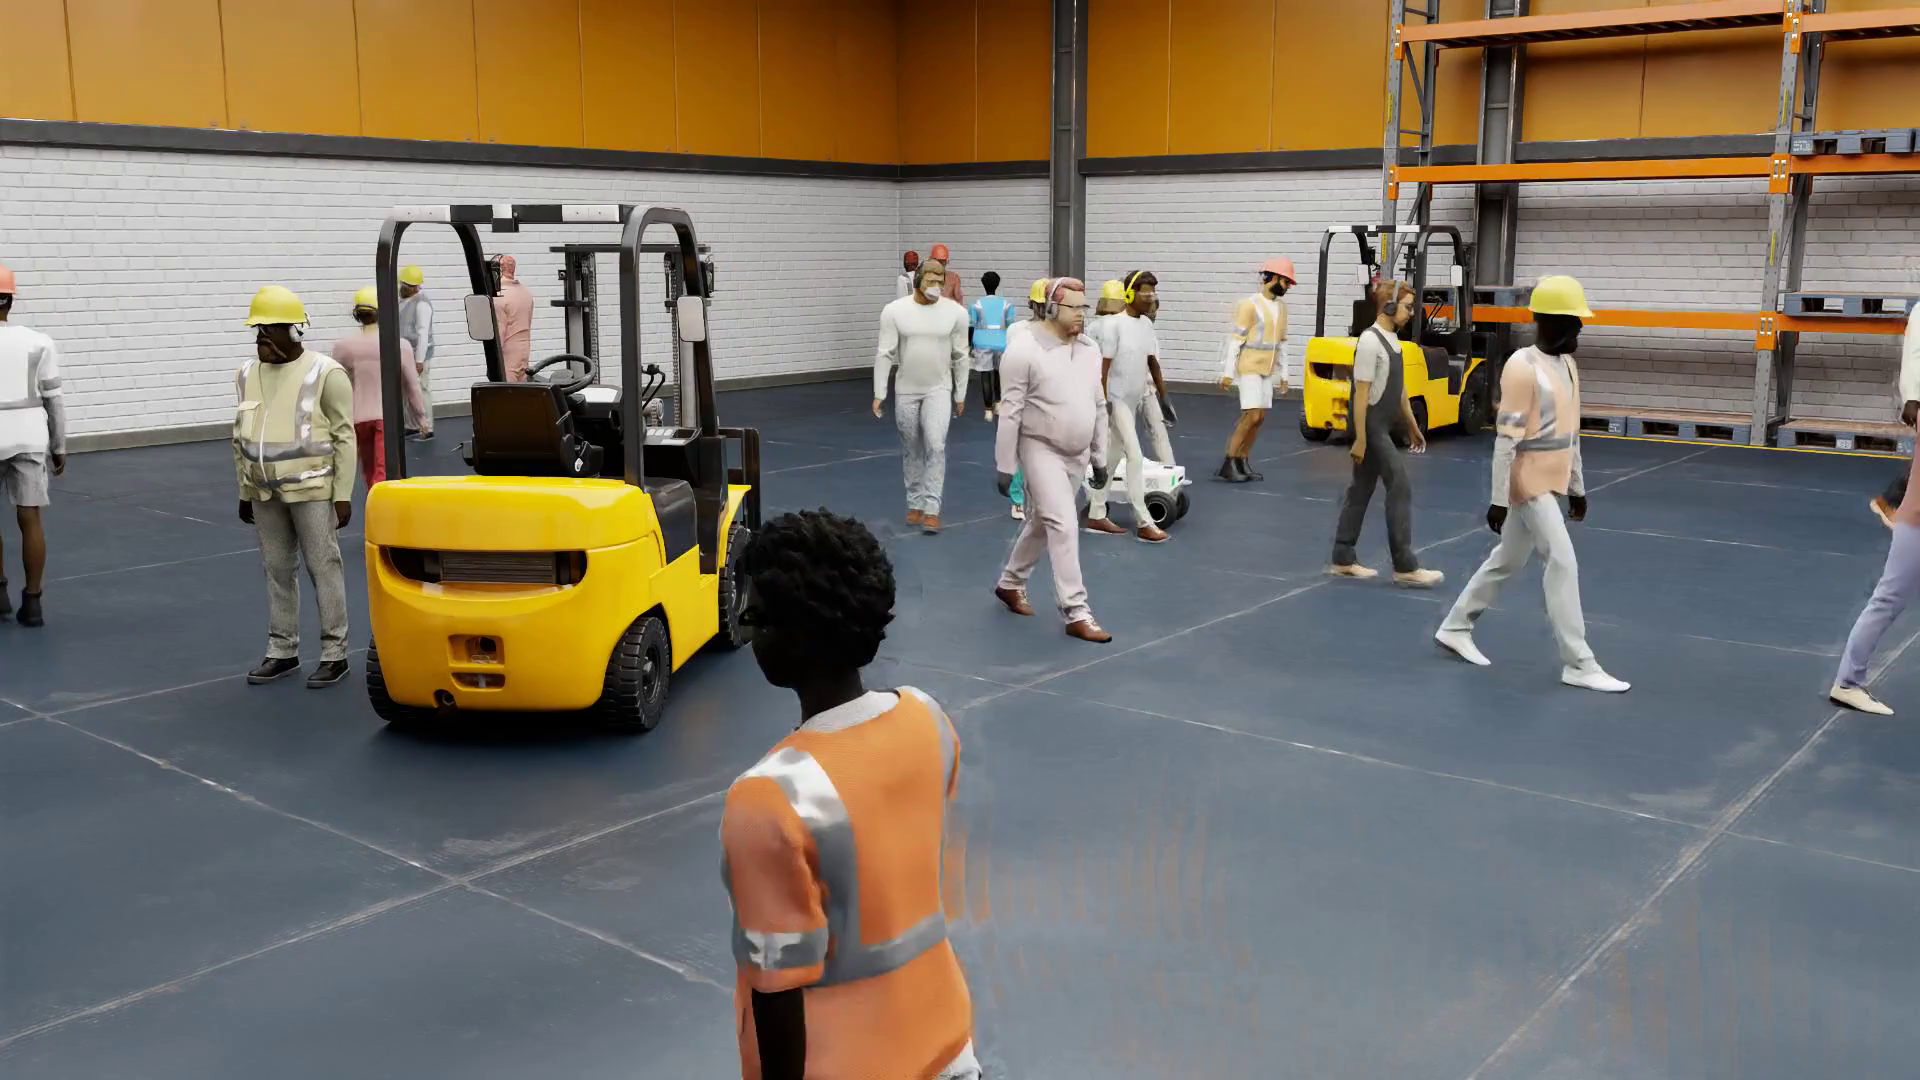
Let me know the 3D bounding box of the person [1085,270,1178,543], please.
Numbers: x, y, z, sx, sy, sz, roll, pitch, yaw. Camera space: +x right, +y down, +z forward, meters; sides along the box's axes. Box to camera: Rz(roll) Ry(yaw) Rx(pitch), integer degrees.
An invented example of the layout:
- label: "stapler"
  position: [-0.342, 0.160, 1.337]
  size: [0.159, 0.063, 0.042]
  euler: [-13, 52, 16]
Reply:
- label: "person"
  position: [1.215, -0.907, 11.308]
  size: [0.861, 1.824, 0.555]
  euler: [7, 12, 34]

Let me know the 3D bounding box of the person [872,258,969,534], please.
- label: "person"
  position: [-0.275, -0.999, 11.610]
  size: [0.662, 1.897, 0.855]
  euler: [1, 10, 5]

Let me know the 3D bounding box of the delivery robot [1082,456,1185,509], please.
- label: "delivery robot"
  position: [1.237, -0.427, 11.925]
  size: [0.707, 0.478, 0.477]
  euler: [4, 11, 19]

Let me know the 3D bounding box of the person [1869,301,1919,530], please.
- label: "person"
  position: [6.607, -0.979, 11.286]
  size: [0.642, 1.975, 0.431]
  euler: [-10, 14, -43]

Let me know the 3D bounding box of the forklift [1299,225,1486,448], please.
- label: "forklift"
  position: [4.449, -2.115, 16.993]
  size: [1.214, 2.155, 2.313]
  euler: [8, 13, 38]

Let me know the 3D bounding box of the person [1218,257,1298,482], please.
- label: "person"
  position: [2.520, -1.418, 13.960]
  size: [0.563, 1.890, 0.543]
  euler: [-10, 14, -43]

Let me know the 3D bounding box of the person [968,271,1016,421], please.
- label: "person"
  position: [0.339, -2.186, 18.781]
  size: [0.556, 1.678, 0.457]
  euler: [-2, 10, -9]

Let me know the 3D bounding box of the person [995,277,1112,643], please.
- label: "person"
  position: [0.478, -0.450, 8.739]
  size: [0.646, 1.858, 0.994]
  euler: [-9, 14, -41]

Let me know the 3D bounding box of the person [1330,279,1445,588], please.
- label: "person"
  position: [2.580, -0.620, 9.805]
  size: [0.819, 1.805, 0.497]
  euler: [4, 11, 22]

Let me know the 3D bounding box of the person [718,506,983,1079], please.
- label: "person"
  position: [-0.179, 0.765, 2.526]
  size: [0.873, 1.651, 0.530]
  euler: [7, 12, 34]

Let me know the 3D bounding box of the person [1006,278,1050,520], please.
- label: "person"
  position: [0.584, -1.026, 12.172]
  size: [0.522, 1.760, 0.331]
  euler: [-3, 11, -18]

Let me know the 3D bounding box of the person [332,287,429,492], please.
- label: "person"
  position: [-3.791, -0.789, 10.953]
  size: [0.532, 1.727, 0.890]
  euler: [1, 10, 5]

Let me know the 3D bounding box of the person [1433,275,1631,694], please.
- label: "person"
  position: [2.653, -0.281, 7.716]
  size: [0.977, 1.884, 0.601]
  euler: [8, 13, 39]

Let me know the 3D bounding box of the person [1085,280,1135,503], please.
- label: "person"
  position: [1.181, -1.170, 13.045]
  size: [0.496, 1.715, 0.675]
  euler: [-2, 10, -13]

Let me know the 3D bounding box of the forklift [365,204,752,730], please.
- label: "forklift"
  position: [-1.766, -0.406, 7.525]
  size: [1.214, 2.155, 2.313]
  euler: [1, 10, 7]

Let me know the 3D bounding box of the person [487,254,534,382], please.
- label: "person"
  position: [-4.169, -1.659, 15.288]
  size: [0.405, 1.912, 0.662]
  euler: [2, 10, 12]

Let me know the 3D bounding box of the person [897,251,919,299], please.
- label: "person"
  position: [-0.648, -3.003, 22.775]
  size: [0.337, 1.882, 0.583]
  euler: [10, 14, 44]

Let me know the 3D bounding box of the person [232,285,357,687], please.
- label: "person"
  position: [-3.049, -0.236, 7.586]
  size: [0.603, 1.830, 0.404]
  euler: [3, 11, 15]

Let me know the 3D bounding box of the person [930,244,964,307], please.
- label: "person"
  position: [-0.239, -2.828, 21.550]
  size: [0.629, 1.968, 0.695]
  euler: [-4, 11, -23]

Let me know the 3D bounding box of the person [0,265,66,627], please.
- label: "person"
  position: [-5.096, -0.513, 8.873]
  size: [0.582, 1.912, 0.704]
  euler: [-8, 13, -37]

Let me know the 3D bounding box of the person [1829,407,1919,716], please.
- label: "person"
  position: [4.155, -0.059, 6.923]
  size: [0.531, 1.722, 0.911]
  euler: [-9, 13, -40]

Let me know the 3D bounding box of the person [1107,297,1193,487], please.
- label: "person"
  position: [1.467, -1.227, 13.758]
  size: [0.889, 1.589, 0.523]
  euler: [6, 12, 30]

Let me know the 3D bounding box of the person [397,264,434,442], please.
- label: "person"
  position: [-5.517, -1.874, 16.775]
  size: [0.630, 1.796, 0.425]
  euler: [10, 14, 44]
